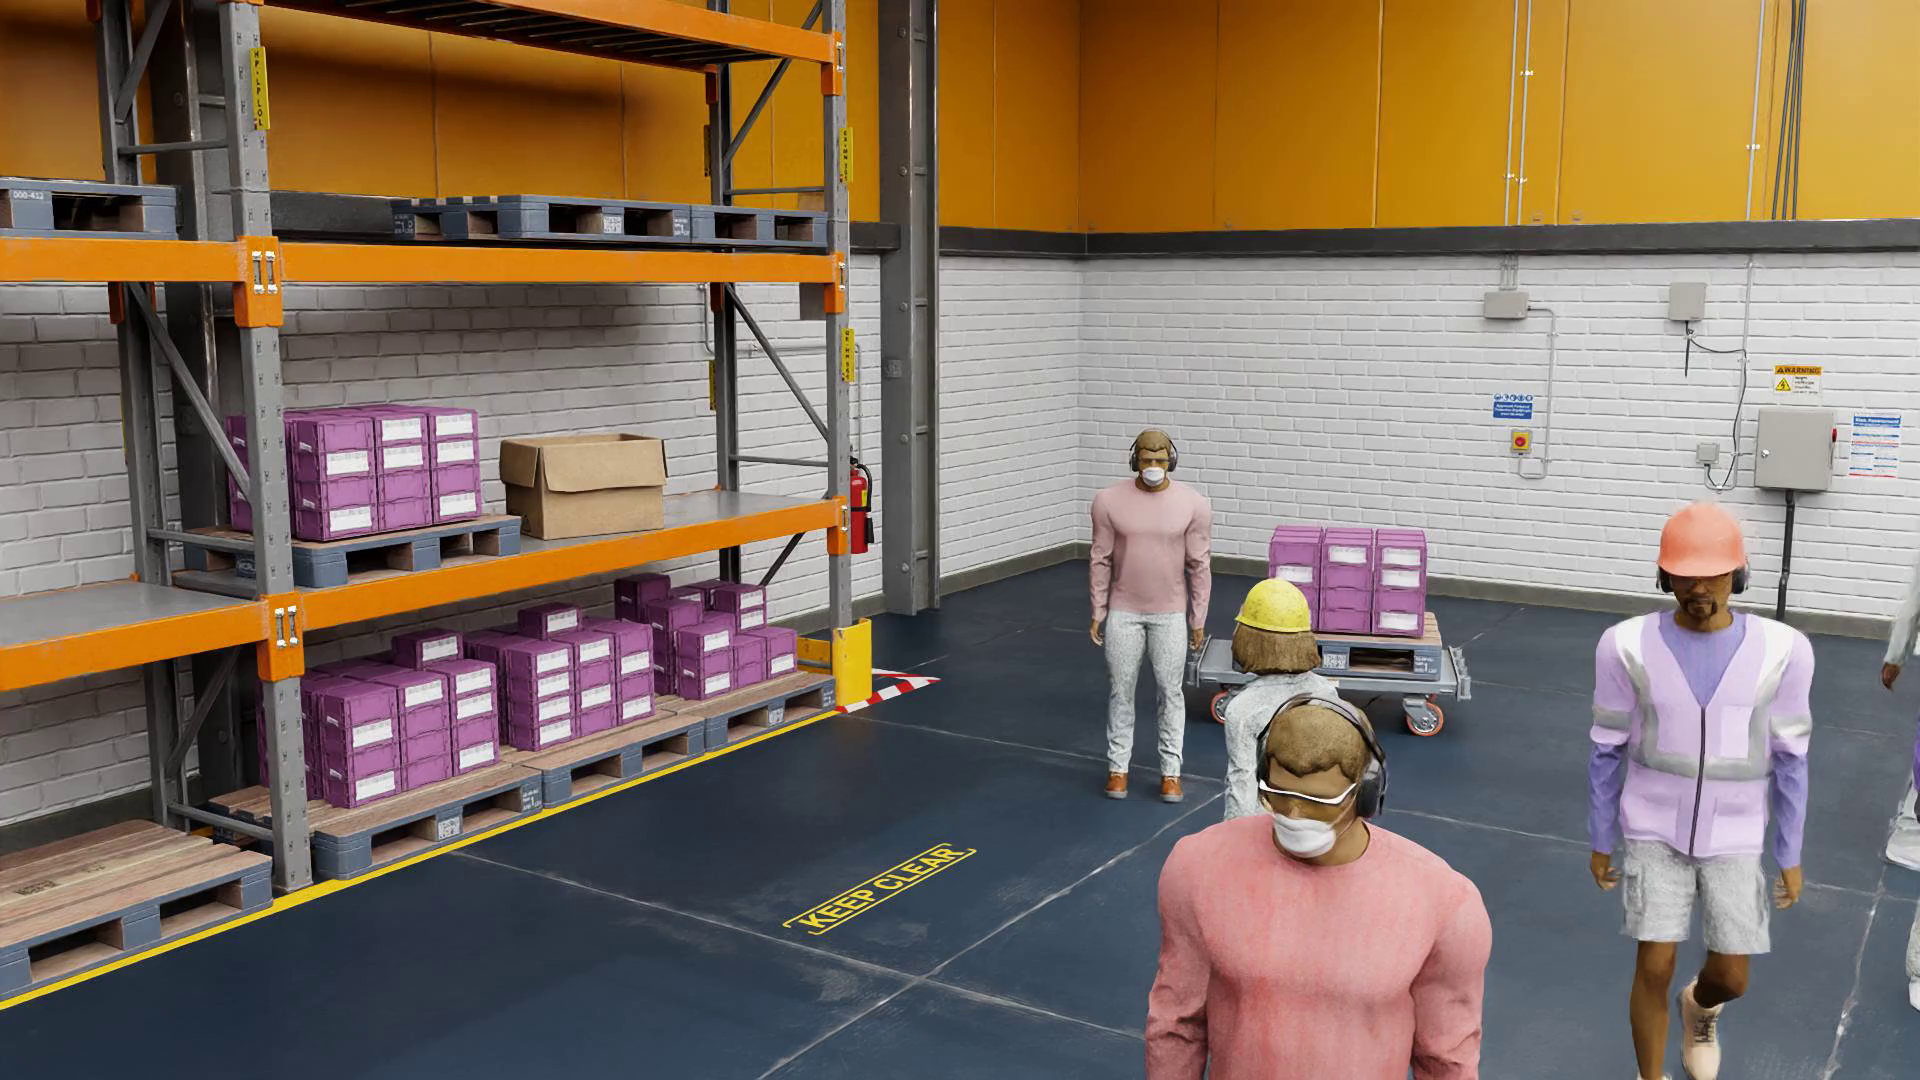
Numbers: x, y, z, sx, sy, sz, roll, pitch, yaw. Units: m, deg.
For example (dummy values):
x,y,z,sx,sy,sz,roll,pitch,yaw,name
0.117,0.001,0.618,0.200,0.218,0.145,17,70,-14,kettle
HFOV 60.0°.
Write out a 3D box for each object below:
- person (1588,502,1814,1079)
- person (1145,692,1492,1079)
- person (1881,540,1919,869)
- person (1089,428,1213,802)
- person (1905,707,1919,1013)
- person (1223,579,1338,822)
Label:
x,y,z,sx,sy,sz,roll,pitch,yaw,name
2.249,0.871,5.114,0.620,2.022,0.636,4,9,22,person
0.650,1.219,3.143,0.627,1.934,0.371,3,9,20,person
4.722,0.571,7.713,1.063,1.828,0.681,-3,9,-20,person
0.976,0.383,8.589,0.629,1.932,0.384,2,9,11,person
3.709,0.934,5.990,0.514,1.631,0.318,3,9,18,person
0.984,0.984,5.285,0.486,1.744,0.294,-8,12,-41,person
